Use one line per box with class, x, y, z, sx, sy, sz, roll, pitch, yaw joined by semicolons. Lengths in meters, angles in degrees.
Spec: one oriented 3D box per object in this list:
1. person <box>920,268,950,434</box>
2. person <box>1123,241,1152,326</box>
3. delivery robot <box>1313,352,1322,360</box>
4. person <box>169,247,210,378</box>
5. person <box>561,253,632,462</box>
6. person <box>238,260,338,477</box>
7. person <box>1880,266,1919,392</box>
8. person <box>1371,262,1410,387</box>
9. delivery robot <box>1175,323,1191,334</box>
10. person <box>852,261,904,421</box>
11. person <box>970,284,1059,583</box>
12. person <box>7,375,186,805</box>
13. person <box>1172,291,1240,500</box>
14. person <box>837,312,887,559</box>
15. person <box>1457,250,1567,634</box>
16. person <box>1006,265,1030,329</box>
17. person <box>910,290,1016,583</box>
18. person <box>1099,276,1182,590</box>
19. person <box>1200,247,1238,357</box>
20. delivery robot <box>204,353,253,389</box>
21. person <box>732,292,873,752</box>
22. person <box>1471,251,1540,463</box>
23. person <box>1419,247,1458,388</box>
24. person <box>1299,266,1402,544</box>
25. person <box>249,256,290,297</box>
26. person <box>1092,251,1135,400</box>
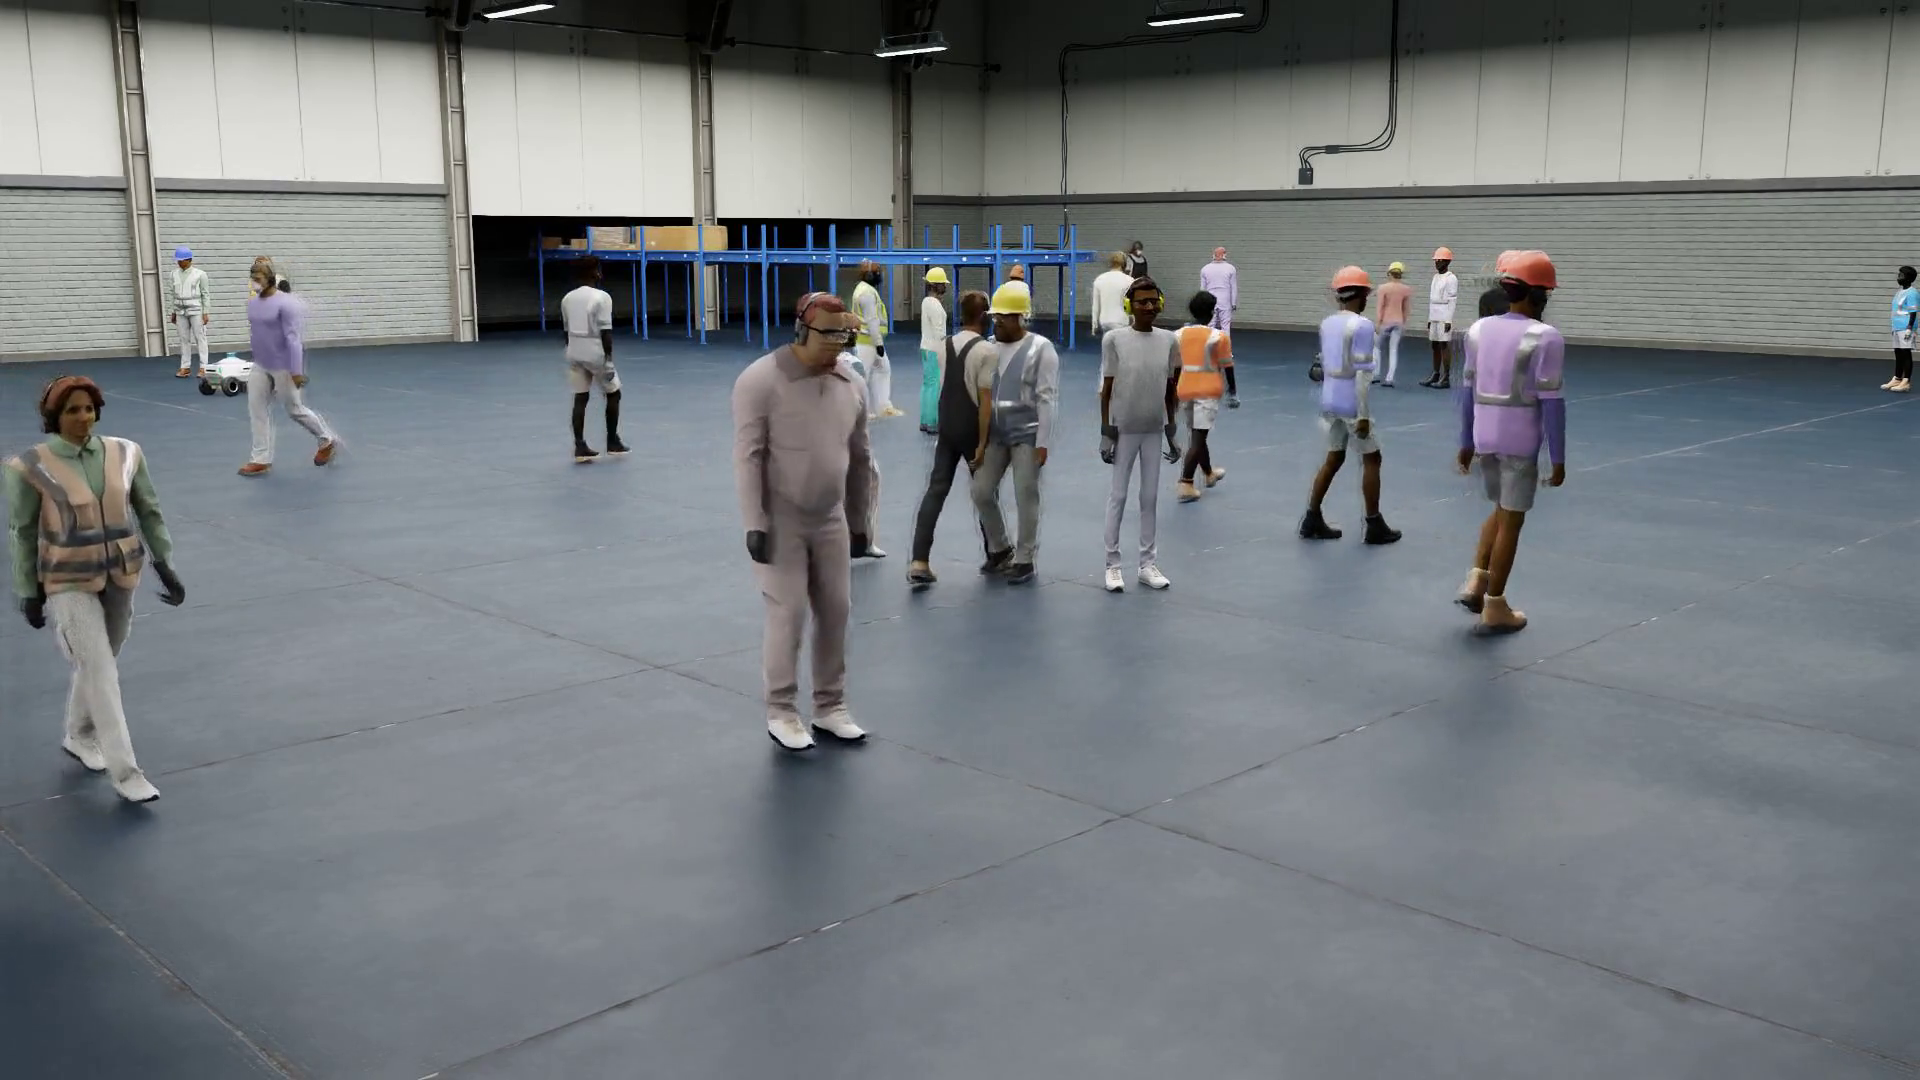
person;-0.261;-2.028;17.839;0.316;1.767;0.535;-3;11;-15
person;4.055;-5.951;38.597;0.694;2.000;1.022;-6;12;-28
delivery robot;5.492;-2.730;24.121;0.698;0.223;0.335;-2;11;-11
person;-11.517;-3.401;24.855;0.602;1.938;0.401;1;10;6
person;-3.416;-1.728;15.710;0.647;1.937;0.768;6;12;29
person;-6.076;-1.557;14.931;0.630;1.904;0.931;5;12;27
person;12.842;-2.874;22.636;0.322;1.696;0.535;2;11;9
person;6.009;-3.035;23.385;0.541;1.733;0.609;-3;11;-15
delivery robot;4.084;-3.665;29.930;0.477;0.478;0.707;0;10;-2
person;-0.923;-2.262;18.968;0.771;1.812;0.646;-1;10;-4
person;0.321;-0.638;10.128;0.595;1.816;0.431;7;12;32
person;-3.308;0.164;6.347;0.854;1.597;0.522;7;12;33
person;2.008;-1.179;13.509;0.537;1.656;0.857;10;14;43
person;-0.697;-0.667;10.823;0.546;1.619;0.518;-9;13;-39
person;2.951;-0.516;8.877;0.454;2.024;0.633;-6;12;-29
person;0.918;-3.605;26.798;0.507;1.630;0.268;8;13;39
person;0.004;-0.630;10.200;0.532;1.792;1.000;8;13;37
person;1.084;-0.640;9.979;0.521;1.874;0.327;-3;11;-16
person;4.472;-4.089;28.709;0.639;1.902;0.407;4;11;19
delivery robot;-9.762;-2.266;22.297;0.477;0.478;0.707;4;11;23
person;-0.625;-0.082;6.915;0.696;1.882;0.453;-9;14;-41
person;4.967;-1.656;15.262;0.656;1.961;0.835;-1;10;-6
person;6.692;-3.100;23.197;0.340;1.942;0.551;-3;11;-14
person;2.724;-0.930;11.561;0.639;1.884;0.571;-4;11;-20
person;-9.400;-2.941;22.651;0.619;1.836;0.431;3;11;16
person;2.103;-2.788;21.625;0.661;1.889;0.989;9;14;42
